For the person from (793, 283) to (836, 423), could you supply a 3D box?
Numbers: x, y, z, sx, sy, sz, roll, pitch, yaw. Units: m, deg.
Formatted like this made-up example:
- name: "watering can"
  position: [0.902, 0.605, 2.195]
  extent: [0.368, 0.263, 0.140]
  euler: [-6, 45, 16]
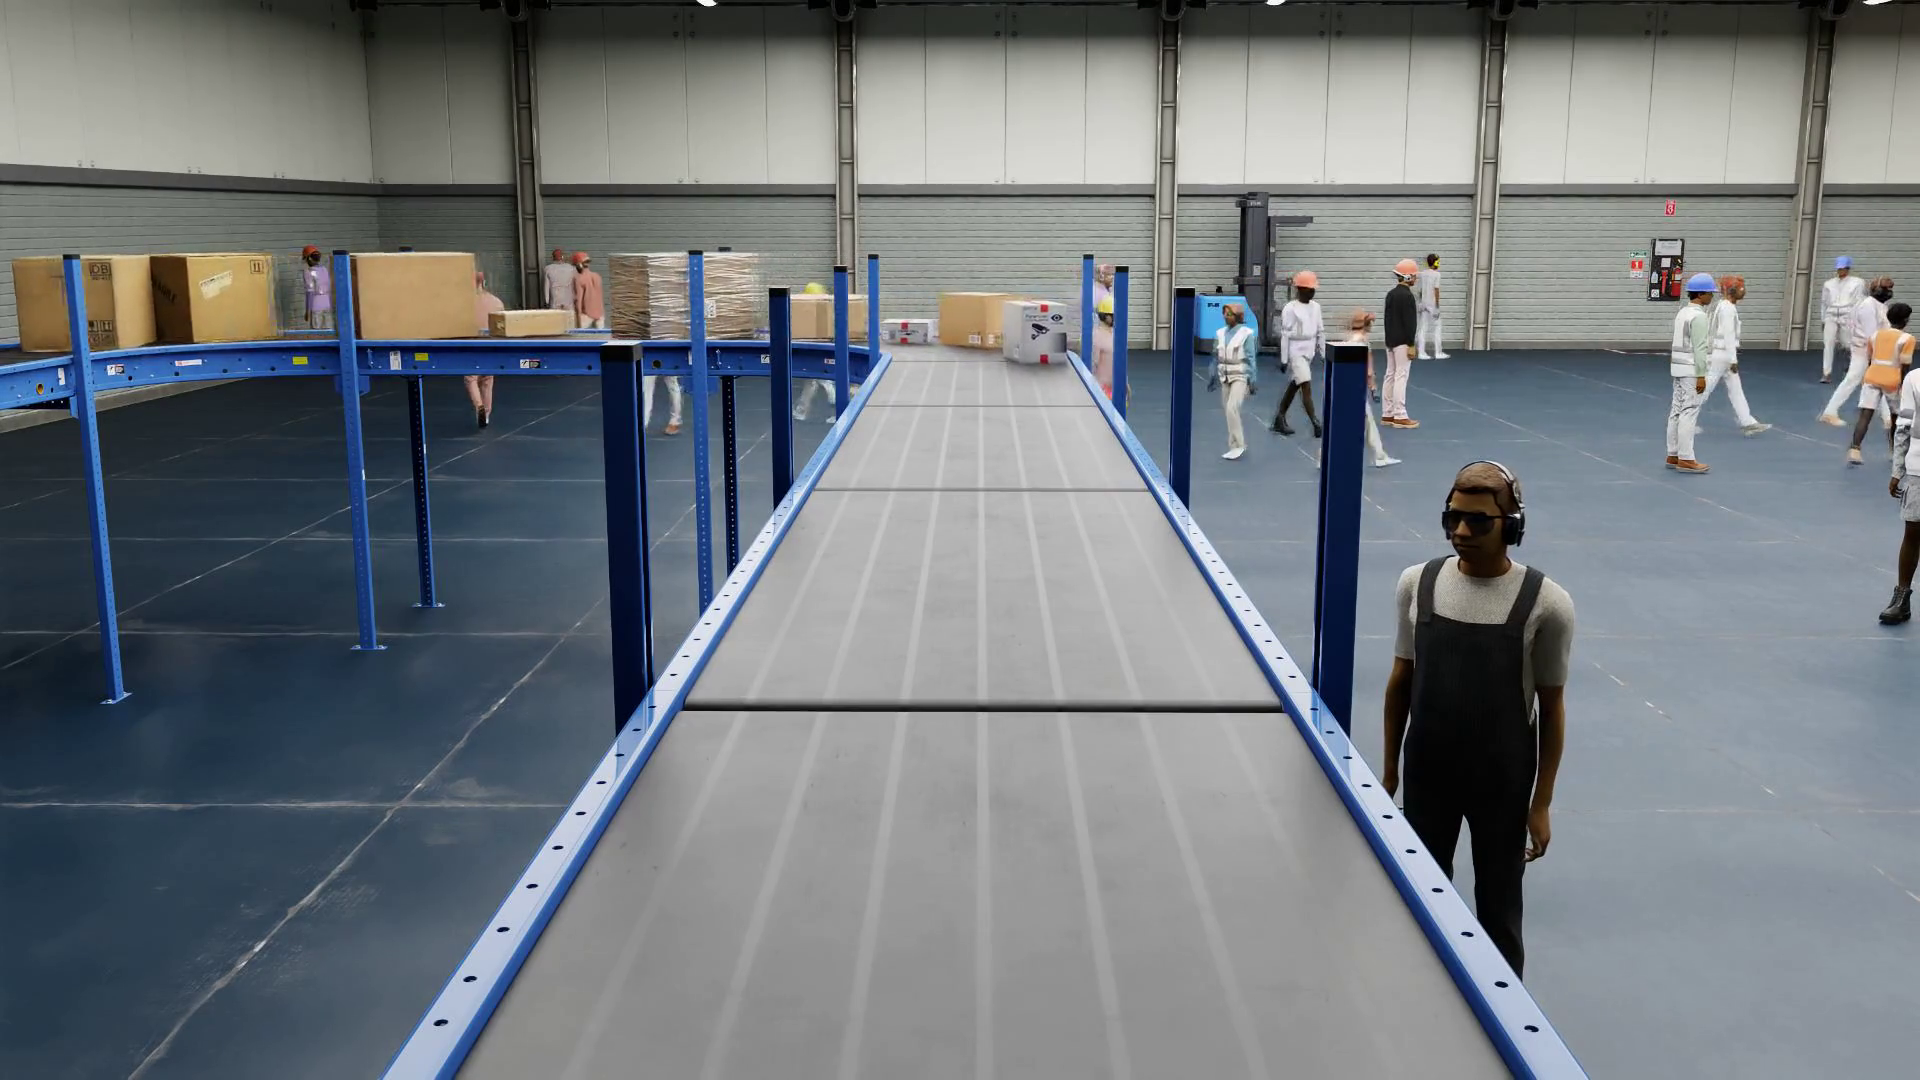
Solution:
- name: "person"
  position: [-1.760, -2.293, 20.395]
  extent: [0.901, 1.698, 0.503]
  euler: [5, 12, 26]

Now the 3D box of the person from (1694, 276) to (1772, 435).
- name: "person"
  position: [8.823, -2.114, 19.140]
  extent: [1.015, 1.826, 0.607]
  euler: [5, 12, 24]

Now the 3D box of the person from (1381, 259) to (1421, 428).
- name: "person"
  position: [5.298, -2.357, 19.952]
  extent: [0.382, 1.996, 0.608]
  euler: [-2, 11, -11]

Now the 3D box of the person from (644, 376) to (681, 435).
- name: "person"
  position: [-3.462, -2.103, 18.929]
  extent: [0.651, 1.882, 1.003]
  euler: [3, 11, 17]

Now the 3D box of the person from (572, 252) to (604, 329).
- name: "person"
  position: [-5.952, -3.597, 26.462]
  extent: [0.526, 1.957, 0.763]
  euler: [7, 13, 31]

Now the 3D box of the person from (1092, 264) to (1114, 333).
- name: "person"
  position: [1.819, -2.659, 21.774]
  extent: [0.578, 1.890, 0.670]
  euler: [6, 12, 28]

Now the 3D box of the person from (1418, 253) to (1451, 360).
- name: "person"
  position: [8.350, -4.114, 29.347]
  extent: [0.588, 1.854, 0.576]
  euler: [-6, 12, -28]

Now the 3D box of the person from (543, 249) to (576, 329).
- name: "person"
  position: [-7.516, -4.517, 31.301]
  extent: [0.639, 1.902, 0.406]
  euler: [-4, 12, -20]

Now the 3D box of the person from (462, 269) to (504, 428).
- name: "person"
  position: [-5.739, -2.276, 19.830]
  extent: [0.650, 1.884, 0.809]
  euler: [-5, 12, -25]

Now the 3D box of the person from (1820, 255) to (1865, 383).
- name: "person"
  position: [13.433, -3.370, 25.337]
  extent: [0.607, 1.927, 0.814]
  euler: [10, 15, 41]

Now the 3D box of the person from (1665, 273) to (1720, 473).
- name: "person"
  position: [7.249, -1.657, 16.482]
  extent: [0.391, 1.948, 0.605]
  euler: [1, 11, 4]

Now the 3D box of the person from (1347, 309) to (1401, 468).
- name: "person"
  position: [3.988, -1.463, 16.375]
  extent: [0.846, 1.593, 0.539]
  euler: [2, 11, 10]

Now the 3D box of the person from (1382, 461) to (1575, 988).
- name: "person"
  position: [1.426, 0.690, 4.684]
  extent: [0.507, 1.846, 0.345]
  euler: [7, 13, 33]

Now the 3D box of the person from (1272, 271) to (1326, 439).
- name: "person"
  position: [3.946, -2.114, 18.985]
  extent: [0.569, 1.883, 0.992]
  euler: [-9, 14, -38]

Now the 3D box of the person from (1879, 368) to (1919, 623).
- name: "person"
  position: [5.973, -0.413, 10.140]
  extent: [0.550, 1.925, 0.384]
  euler: [10, 15, 42]

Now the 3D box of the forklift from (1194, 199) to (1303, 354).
- name: "forklift"
  position: [5.313, -4.851, 30.603]
  extent: [1.873, 2.768, 1.129]
  euler: [0, 11, 1]

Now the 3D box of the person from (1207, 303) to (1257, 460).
- name: "person"
  position: [2.804, -1.632, 17.192]
  extent: [0.491, 1.625, 0.532]
  euler: [-8, 13, -34]

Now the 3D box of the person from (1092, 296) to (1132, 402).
- name: "person"
  position: [1.478, -1.457, 15.988]
  extent: [0.658, 1.746, 0.527]
  euler: [6, 12, 28]

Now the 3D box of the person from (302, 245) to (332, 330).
- name: "person"
  position: [-10.561, -3.806, 27.308]
  extent: [0.408, 2.031, 0.609]
  euler: [3, 12, 17]

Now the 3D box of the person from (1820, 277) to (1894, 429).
- name: "person"
  position: [10.814, -2.225, 19.808]
  extent: [0.623, 1.803, 0.946]
  euler: [-9, 14, -40]

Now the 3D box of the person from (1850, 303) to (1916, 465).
- name: "person"
  position: [9.352, -1.573, 16.820]
  extent: [0.898, 1.647, 0.544]
  euler: [-6, 12, -28]

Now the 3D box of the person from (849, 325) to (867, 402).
- name: "person"
  position: [-0.884, -1.230, 15.136]
  extent: [0.719, 1.613, 0.522]
  euler: [-5, 12, -25]
